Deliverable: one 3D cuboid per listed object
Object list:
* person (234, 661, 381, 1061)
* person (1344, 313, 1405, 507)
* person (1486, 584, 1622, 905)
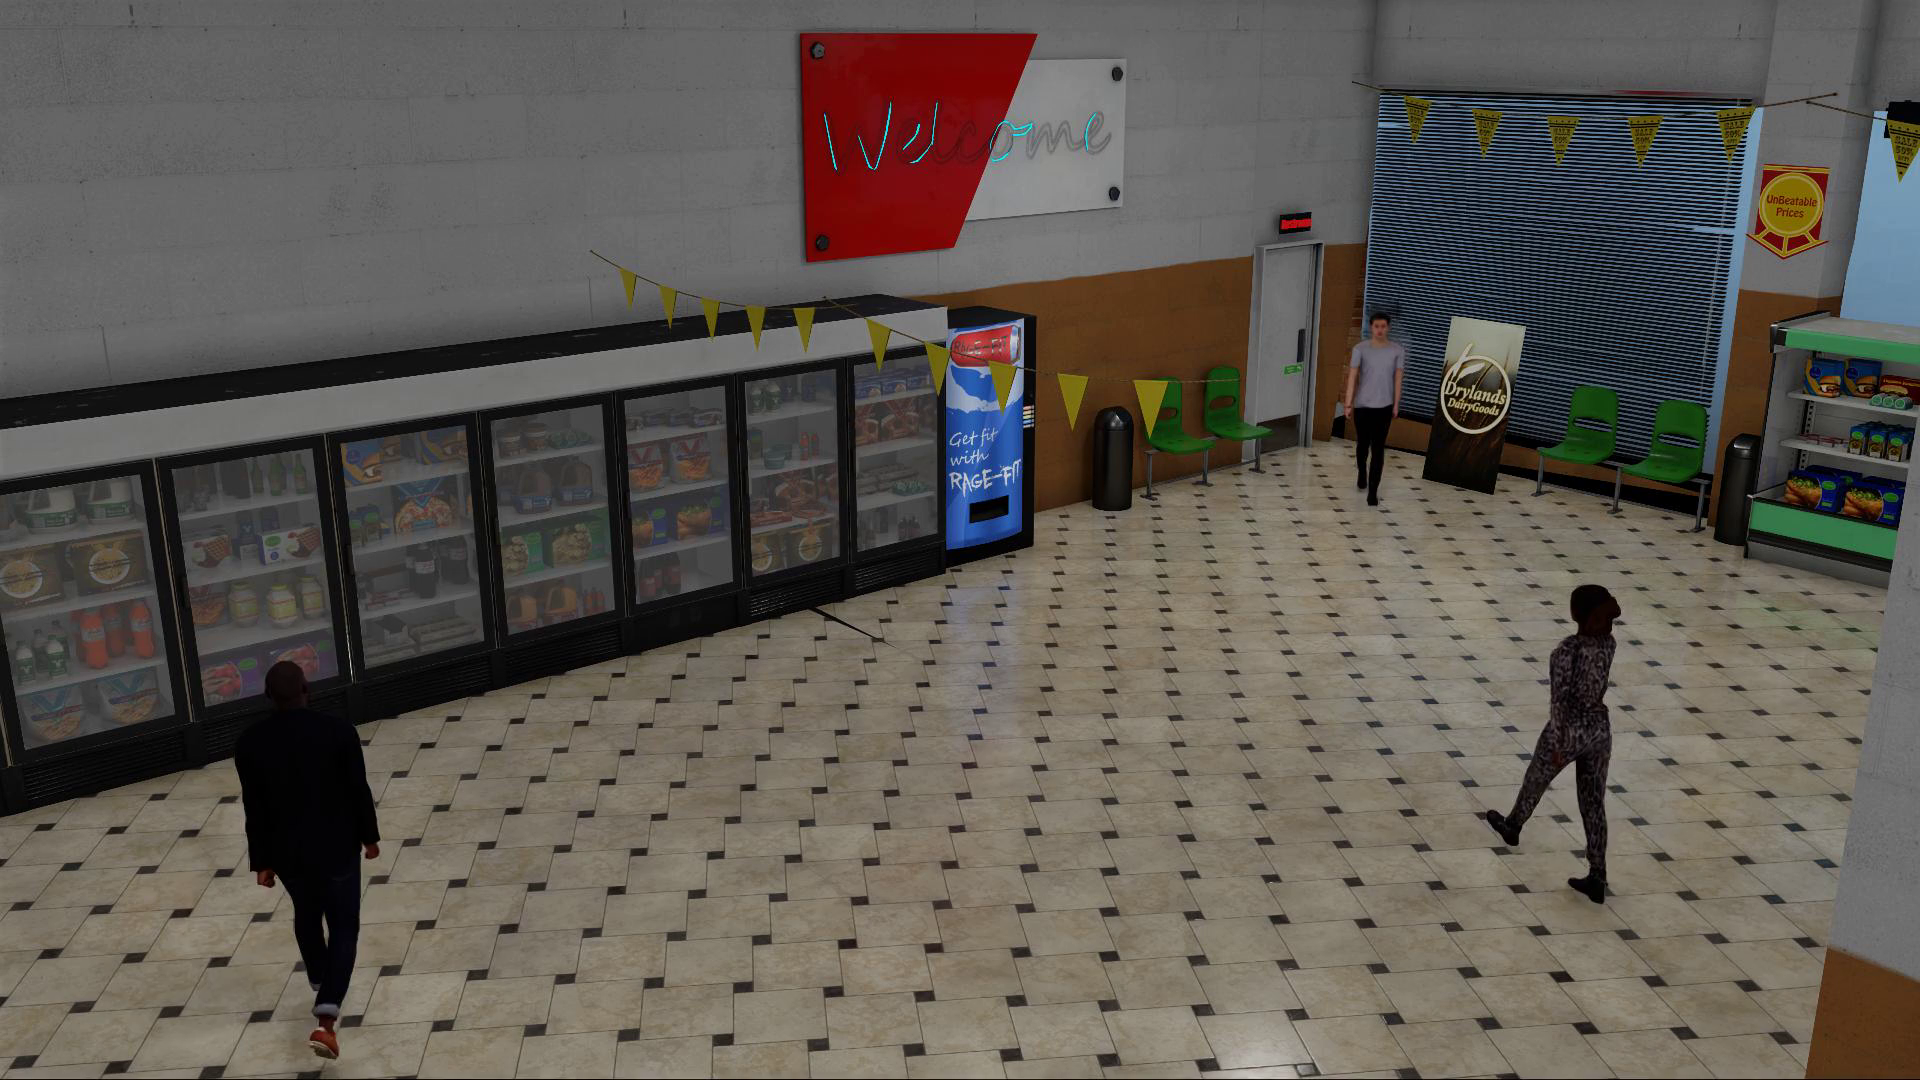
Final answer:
[{"bbox_3d":[-2.884,1.438,7.393,1.093,1.791,1.236,-1,17,-4],"label":"person"},{"bbox_3d":[4.068,-1.313,16.404,1.249,1.819,1.221,4,17,12],"label":"person"},{"bbox_3d":[3.303,1.097,8.737,0.849,1.663,1.195,-6,18,-20],"label":"person"}]
